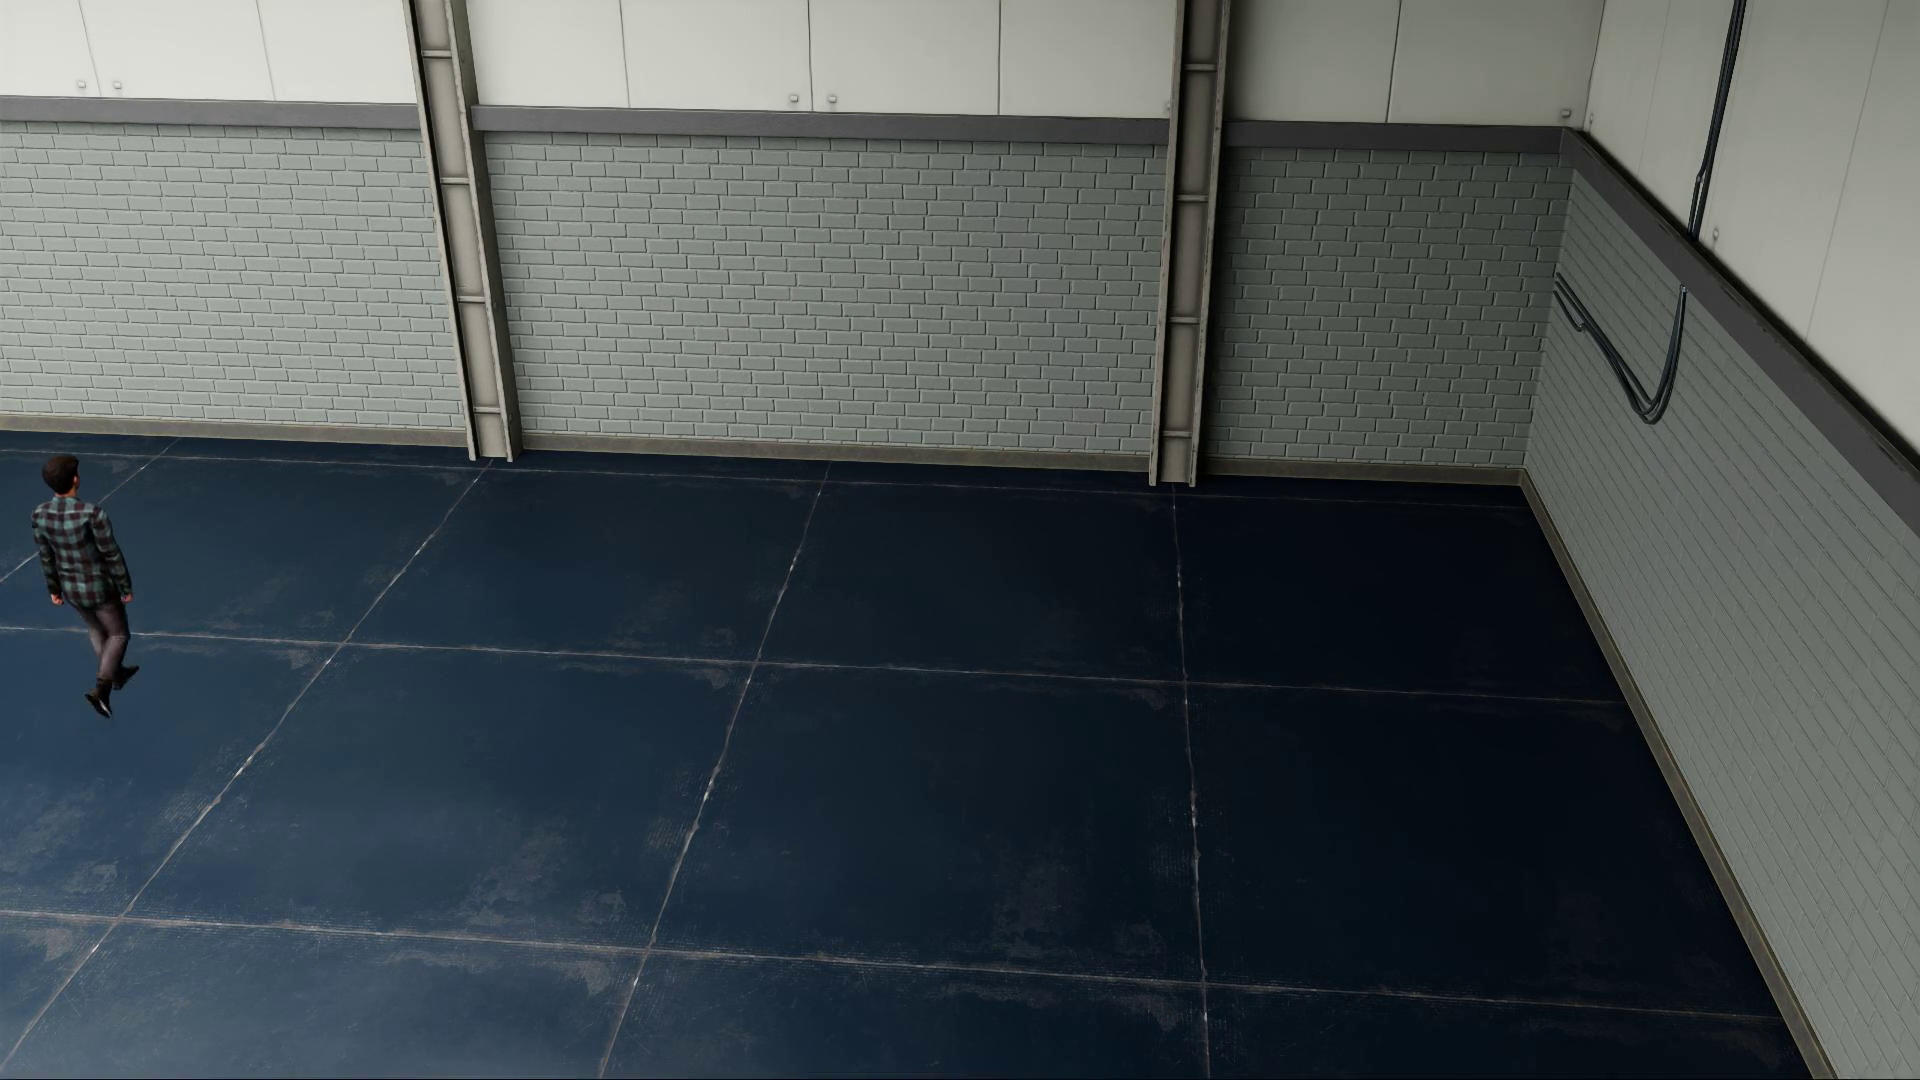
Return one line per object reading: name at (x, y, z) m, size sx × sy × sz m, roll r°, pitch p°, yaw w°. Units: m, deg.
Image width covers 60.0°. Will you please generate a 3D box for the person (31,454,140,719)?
person at (-5.435, 0.296, 10.329) m, size 0.902 × 1.694 × 0.731 m, roll 1°, pitch 27°, yaw 3°
